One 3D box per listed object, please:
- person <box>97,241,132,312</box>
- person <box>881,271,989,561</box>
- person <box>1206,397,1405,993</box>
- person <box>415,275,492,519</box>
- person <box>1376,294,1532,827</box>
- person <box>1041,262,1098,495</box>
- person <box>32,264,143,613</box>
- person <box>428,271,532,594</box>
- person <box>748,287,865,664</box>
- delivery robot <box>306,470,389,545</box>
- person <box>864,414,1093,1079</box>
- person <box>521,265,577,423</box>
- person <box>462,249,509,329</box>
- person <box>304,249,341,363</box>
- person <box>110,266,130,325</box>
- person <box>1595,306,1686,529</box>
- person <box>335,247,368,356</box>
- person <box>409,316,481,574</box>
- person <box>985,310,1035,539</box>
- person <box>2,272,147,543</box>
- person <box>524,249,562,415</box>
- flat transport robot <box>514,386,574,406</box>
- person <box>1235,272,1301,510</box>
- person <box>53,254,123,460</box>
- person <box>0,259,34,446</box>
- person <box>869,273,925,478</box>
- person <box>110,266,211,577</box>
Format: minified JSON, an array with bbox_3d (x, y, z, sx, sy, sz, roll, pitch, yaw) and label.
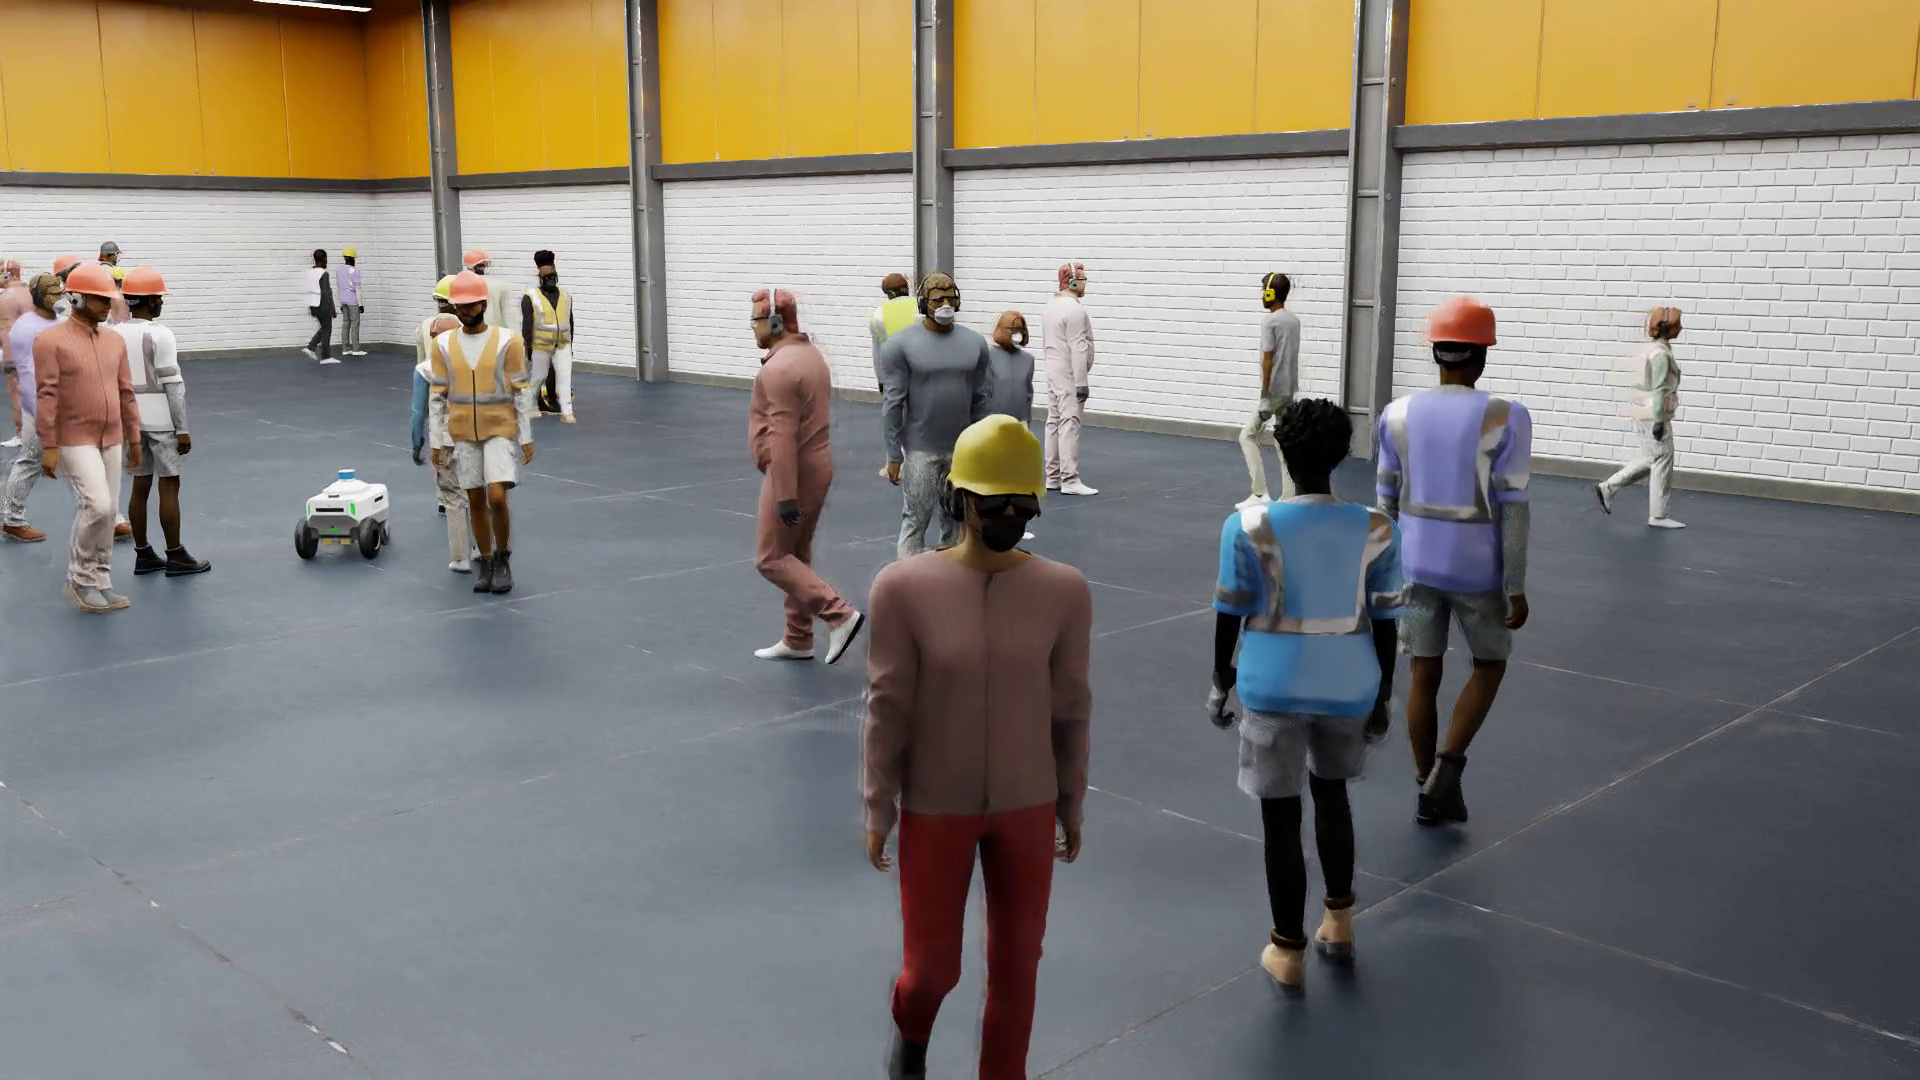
[{"bbox_3d":[-13.134,-3.626,25.916,0.535,2.000,0.674,-7,12,-32],"label":"person"},{"bbox_3d":[-0.119,-0.476,9.020,0.636,1.939,0.365,-5,12,-26],"label":"person"},{"bbox_3d":[0.976,0.437,4.758,0.534,1.681,0.477,-1,10,-7],"label":"person"},{"bbox_3d":[-3.806,-1.076,12.574,0.589,1.835,0.404,5,12,27],"label":"person"},{"bbox_3d":[1.754,0.097,5.931,0.574,1.925,0.409,7,13,34],"label":"person"},{"bbox_3d":[0.913,-1.329,13.757,0.401,1.910,0.640,-4,11,-19],"label":"person"},{"bbox_3d":[-4.879,-0.561,9.387,0.478,1.969,0.632,3,11,18],"label":"person"},{"bbox_3d":[-2.849,-0.618,9.829,0.581,1.917,0.553,0,10,-1],"label":"person"},{"bbox_3d":[-0.768,-0.290,8.157,0.545,1.886,0.673,2,11,13],"label":"person"},{"bbox_3d":[-4.116,-0.229,11.192,0.477,0.478,0.707,0,10,-1],"label":"delivery robot"},{"bbox_3d":[0.035,0.578,3.753,0.530,1.753,0.477,-3,11,-15],"label":"person"},{"bbox_3d":[-4.742,-2.257,19.115,0.624,1.810,0.903,-7,13,-35],"label":"person"},{"bbox_3d":[-5.354,-2.256,18.609,0.432,1.977,0.650,7,13,34],"label":"person"},{"bbox_3d":[-10.626,-3.881,27.681,0.442,1.903,0.600,-10,14,-43],"label":"person"},{"bbox_3d":[-11.289,-2.792,22.233,0.520,1.722,0.896,8,13,36],"label":"person"},{"bbox_3d":[5.035,-0.897,12.167,0.550,1.620,0.524,3,11,15],"label":"person"},{"bbox_3d":[-10.841,-4.241,29.623,0.582,1.919,0.391,7,12,33],"label":"person"},{"bbox_3d":[-3.222,-0.608,10.568,0.539,1.621,0.491,-7,12,-32],"label":"person"},{"bbox_3d":[0.292,-0.830,11.829,0.506,1.613,0.603,-6,12,-29],"label":"person"},{"bbox_3d":[-6.238,-0.893,11.457,1.044,1.884,0.654,1,10,8],"label":"person"},{"bbox_3d":[-4.939,-2.473,19.830,0.603,1.966,0.372,10,14,43],"label":"person"},{"bbox_3d":[-5.620,-1.811,20.845,1.431,0.197,0.652,0,10,-2],"label":"flat transport robot"},{"bbox_3d":[2.358,-1.114,12.742,0.622,1.845,0.572,10,14,42],"label":"person"},{"bbox_3d":[-8.097,-1.707,15.669,1.053,1.973,0.675,1,10,4],"label":"person"},{"bbox_3d":[-9.453,-1.890,16.853,0.567,1.895,0.649,-1,10,-8],"label":"person"},{"bbox_3d":[-0.406,-1.423,14.580,0.755,1.811,0.433,3,11,15],"label":"person"},{"bbox_3d":[-5.047,-0.733,10.420,0.543,1.939,0.356,4,11,20],"label":"person"}]
